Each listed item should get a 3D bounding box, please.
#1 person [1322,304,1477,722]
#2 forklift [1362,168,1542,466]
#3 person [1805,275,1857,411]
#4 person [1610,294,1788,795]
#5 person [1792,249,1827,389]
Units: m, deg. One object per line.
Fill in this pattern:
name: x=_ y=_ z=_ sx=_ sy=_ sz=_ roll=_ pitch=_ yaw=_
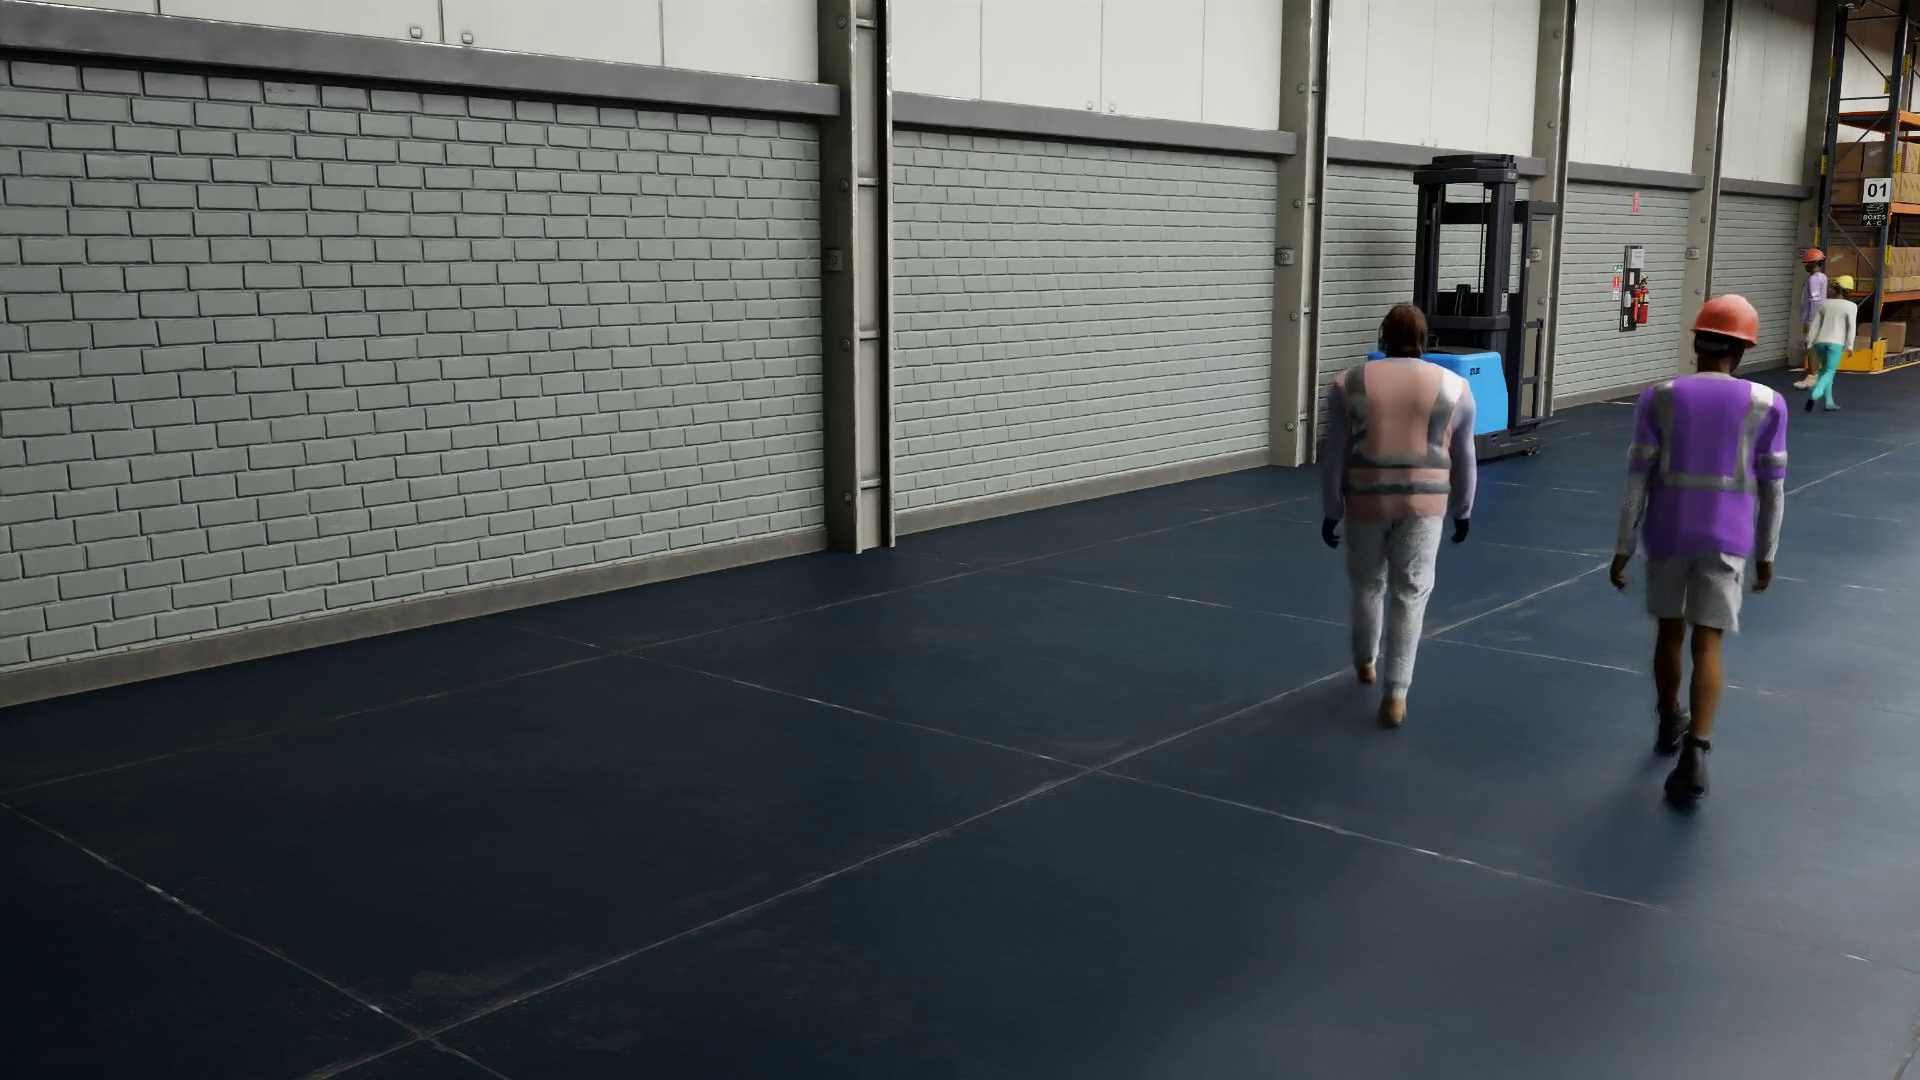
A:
person: x=1.973 y=-0.148 z=7.484 sx=0.659 sy=1.796 sz=0.927 roll=3 pitch=10 yaw=15
forklift: x=4.875 y=-2.212 z=16.287 sx=1.129 sy=2.768 sz=1.873 roll=8 pitch=13 yaw=40
person: x=10.886 y=-2.459 z=20.862 sx=0.801 sy=1.724 sz=0.565 roll=-5 pitch=11 yaw=-28
person: x=2.839 y=0.004 z=6.426 sx=0.593 sy=1.880 sz=1.015 roll=6 pitch=11 yaw=29
person: x=12.499 y=-3.249 z=24.457 sx=0.390 sy=2.039 sz=0.614 roll=7 pitch=12 yaw=36
